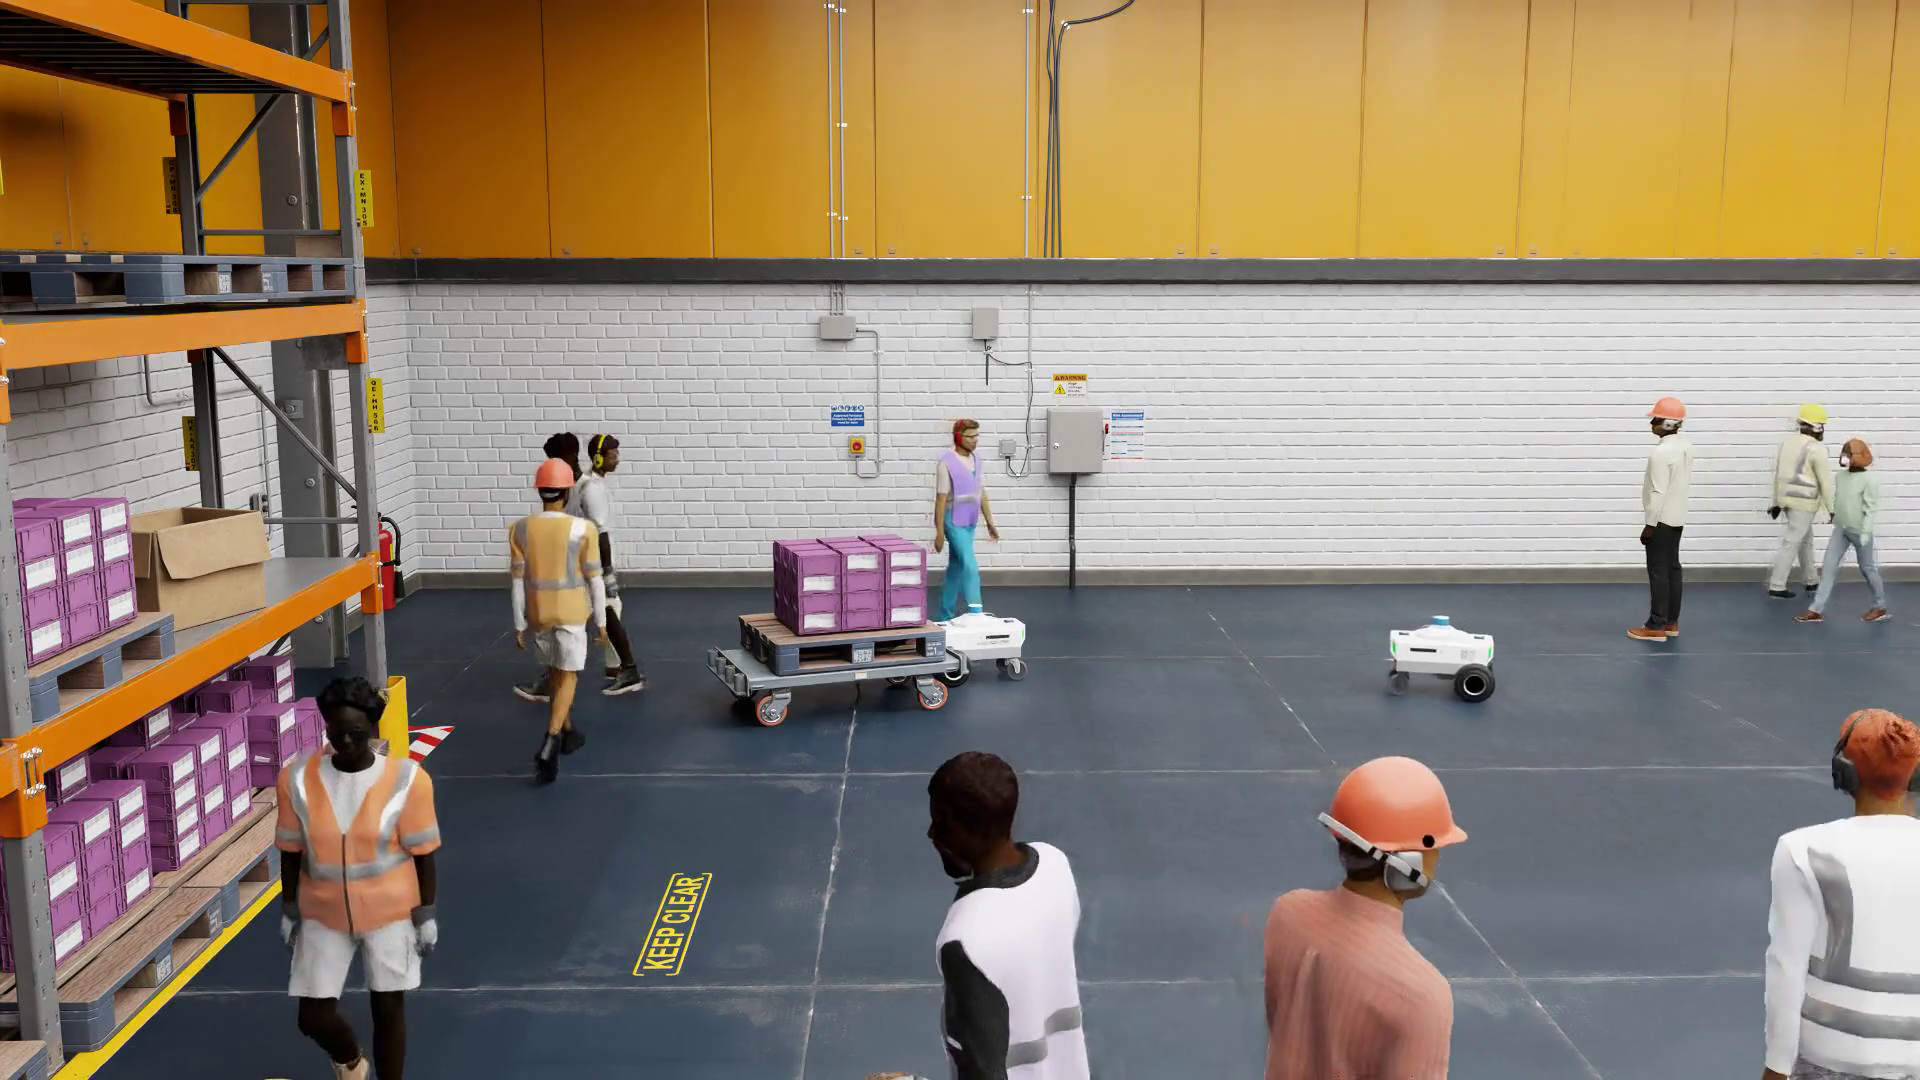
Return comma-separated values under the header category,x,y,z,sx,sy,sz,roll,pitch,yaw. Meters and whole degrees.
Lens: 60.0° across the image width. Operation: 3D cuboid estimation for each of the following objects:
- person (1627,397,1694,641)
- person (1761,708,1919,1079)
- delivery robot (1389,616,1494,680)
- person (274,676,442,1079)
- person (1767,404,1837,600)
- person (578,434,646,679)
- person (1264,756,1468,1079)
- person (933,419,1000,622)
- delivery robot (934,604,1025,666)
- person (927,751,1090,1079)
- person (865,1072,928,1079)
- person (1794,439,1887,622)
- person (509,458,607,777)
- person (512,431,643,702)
category,x,y,z,sx,sy,sz,roll,pitch,yaw
person,5.752,-0.172,13.613,0.623,1.994,0.382,-9,13,-44
person,2.475,1.387,4.482,0.583,1.859,0.766,1,9,4
delivery robot,3.427,0.786,11.863,0.707,0.478,0.477,2,9,15
person,-2.036,1.278,5.648,0.556,1.683,0.369,-1,9,-7
person,7.800,-0.334,15.202,0.842,1.796,0.607,-1,9,-3
person,-2.694,0.137,12.253,0.631,1.826,0.554,-5,10,-28
person,0.891,1.448,3.731,0.439,1.975,0.629,-5,10,-26
person,0.116,-0.079,13.621,0.822,1.813,0.570,5,10,28
delivery robot,0.116,0.716,12.288,0.707,0.478,0.477,-3,10,-16
person,0.176,1.429,4.199,0.967,1.869,0.617,6,11,32
person,-0.111,1.701,2.723,0.523,1.798,0.943,-5,10,-26
person,7.656,-0.075,14.266,0.841,1.589,0.512,-2,10,-14
person,-2.448,0.455,10.078,0.555,1.904,0.943,1,9,5
person,-2.683,0.193,11.646,0.978,1.900,0.620,-5,10,-26
